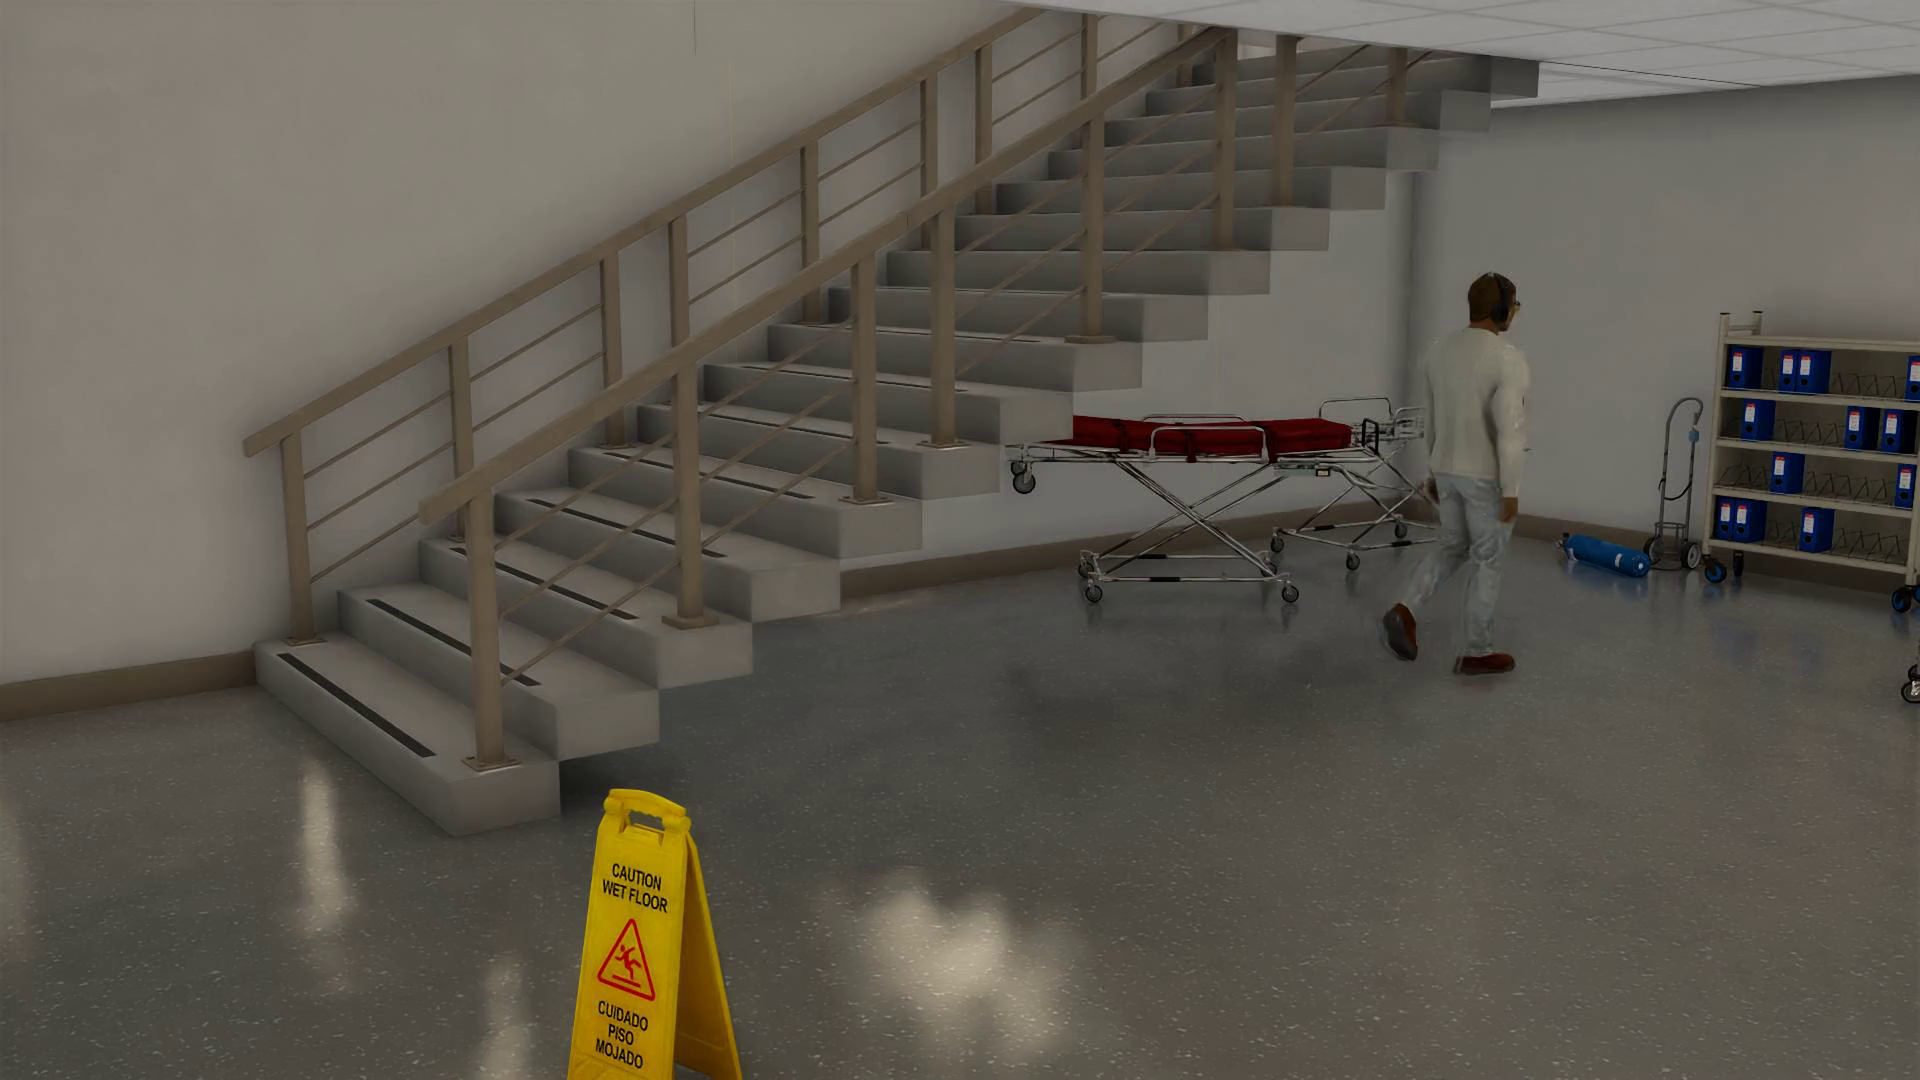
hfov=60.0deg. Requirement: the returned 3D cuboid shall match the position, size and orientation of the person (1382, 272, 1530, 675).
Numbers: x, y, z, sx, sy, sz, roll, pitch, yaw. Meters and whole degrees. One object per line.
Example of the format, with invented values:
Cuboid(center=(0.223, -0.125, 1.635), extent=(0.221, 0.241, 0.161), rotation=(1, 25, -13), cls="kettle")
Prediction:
Cuboid(center=(2.373, -0.292, 7.854), extent=(0.598, 1.926, 0.639), rotation=(-5, 11, -26), cls="person")
